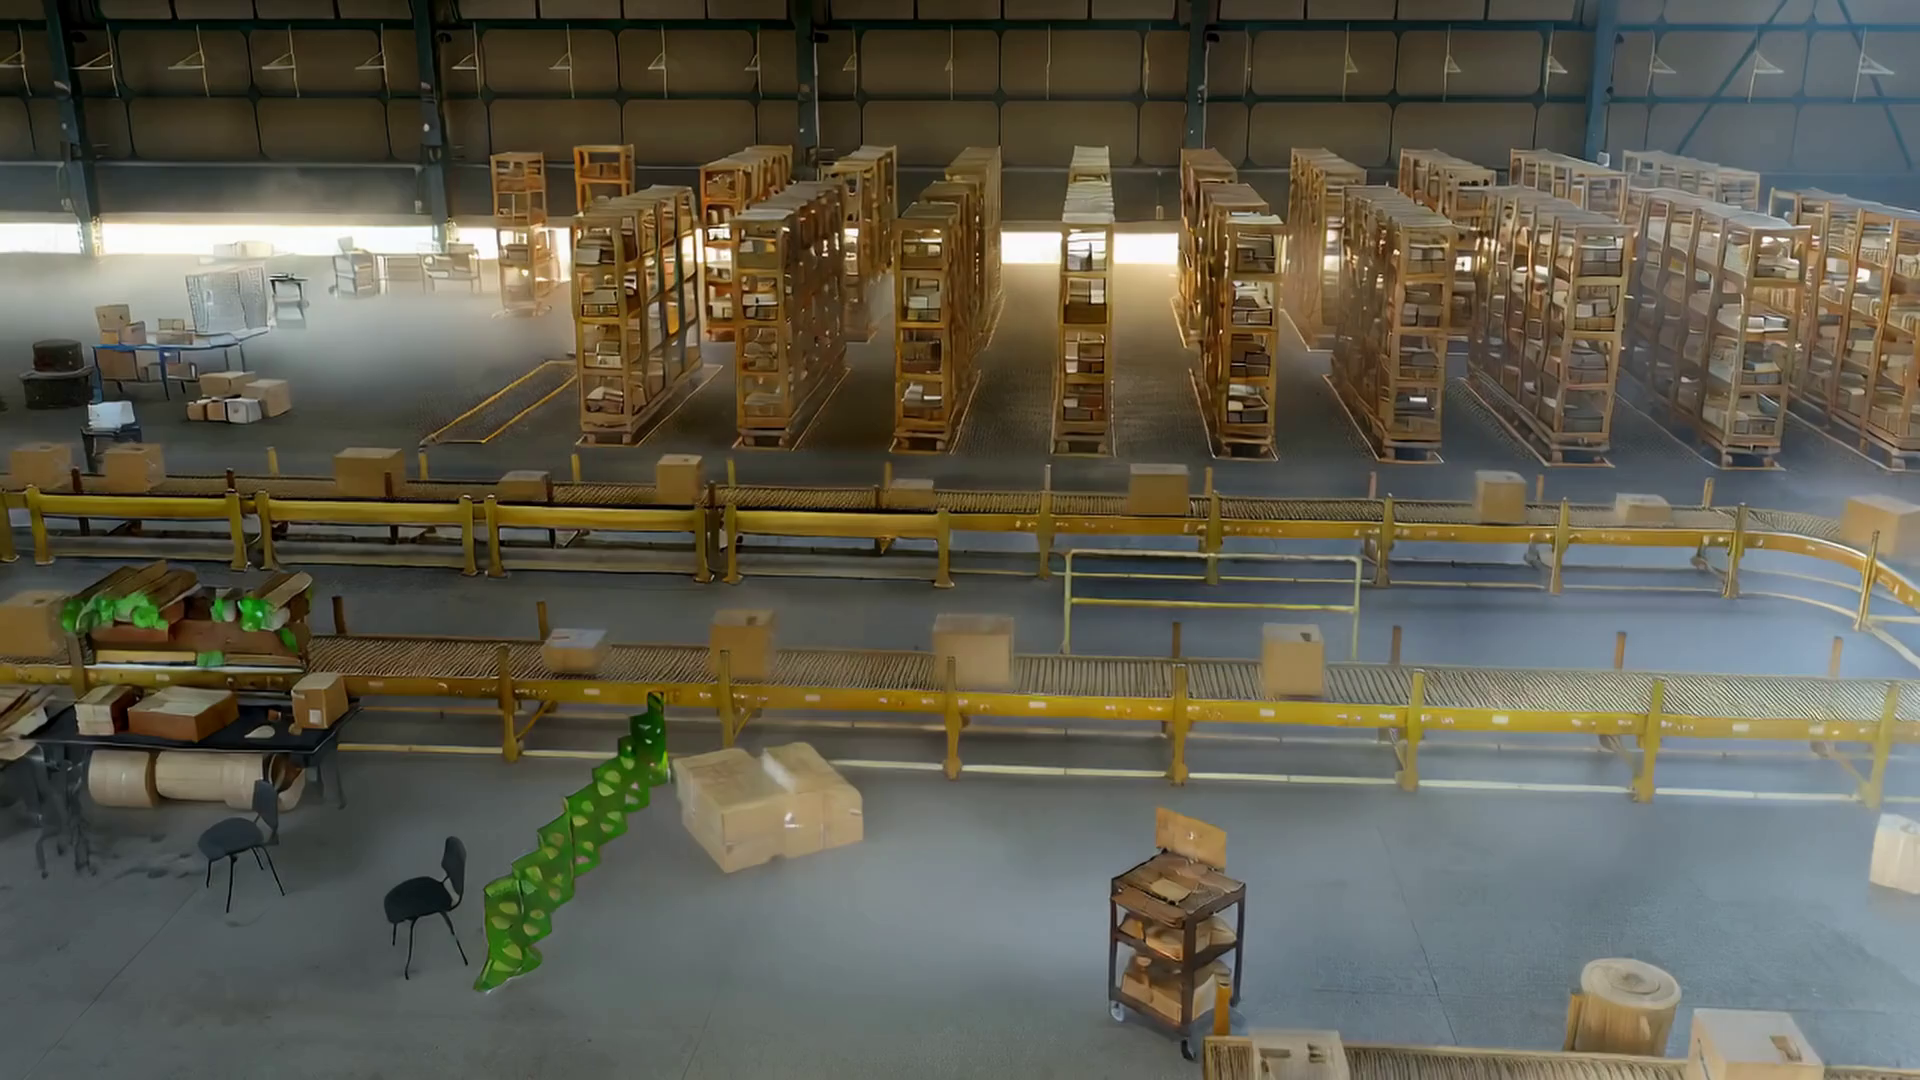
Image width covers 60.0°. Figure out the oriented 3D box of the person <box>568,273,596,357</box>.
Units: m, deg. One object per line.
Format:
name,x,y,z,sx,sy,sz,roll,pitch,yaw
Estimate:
person,-7.418,-4.529,32.963,0.751,1.813,0.599,-1,18,-4
